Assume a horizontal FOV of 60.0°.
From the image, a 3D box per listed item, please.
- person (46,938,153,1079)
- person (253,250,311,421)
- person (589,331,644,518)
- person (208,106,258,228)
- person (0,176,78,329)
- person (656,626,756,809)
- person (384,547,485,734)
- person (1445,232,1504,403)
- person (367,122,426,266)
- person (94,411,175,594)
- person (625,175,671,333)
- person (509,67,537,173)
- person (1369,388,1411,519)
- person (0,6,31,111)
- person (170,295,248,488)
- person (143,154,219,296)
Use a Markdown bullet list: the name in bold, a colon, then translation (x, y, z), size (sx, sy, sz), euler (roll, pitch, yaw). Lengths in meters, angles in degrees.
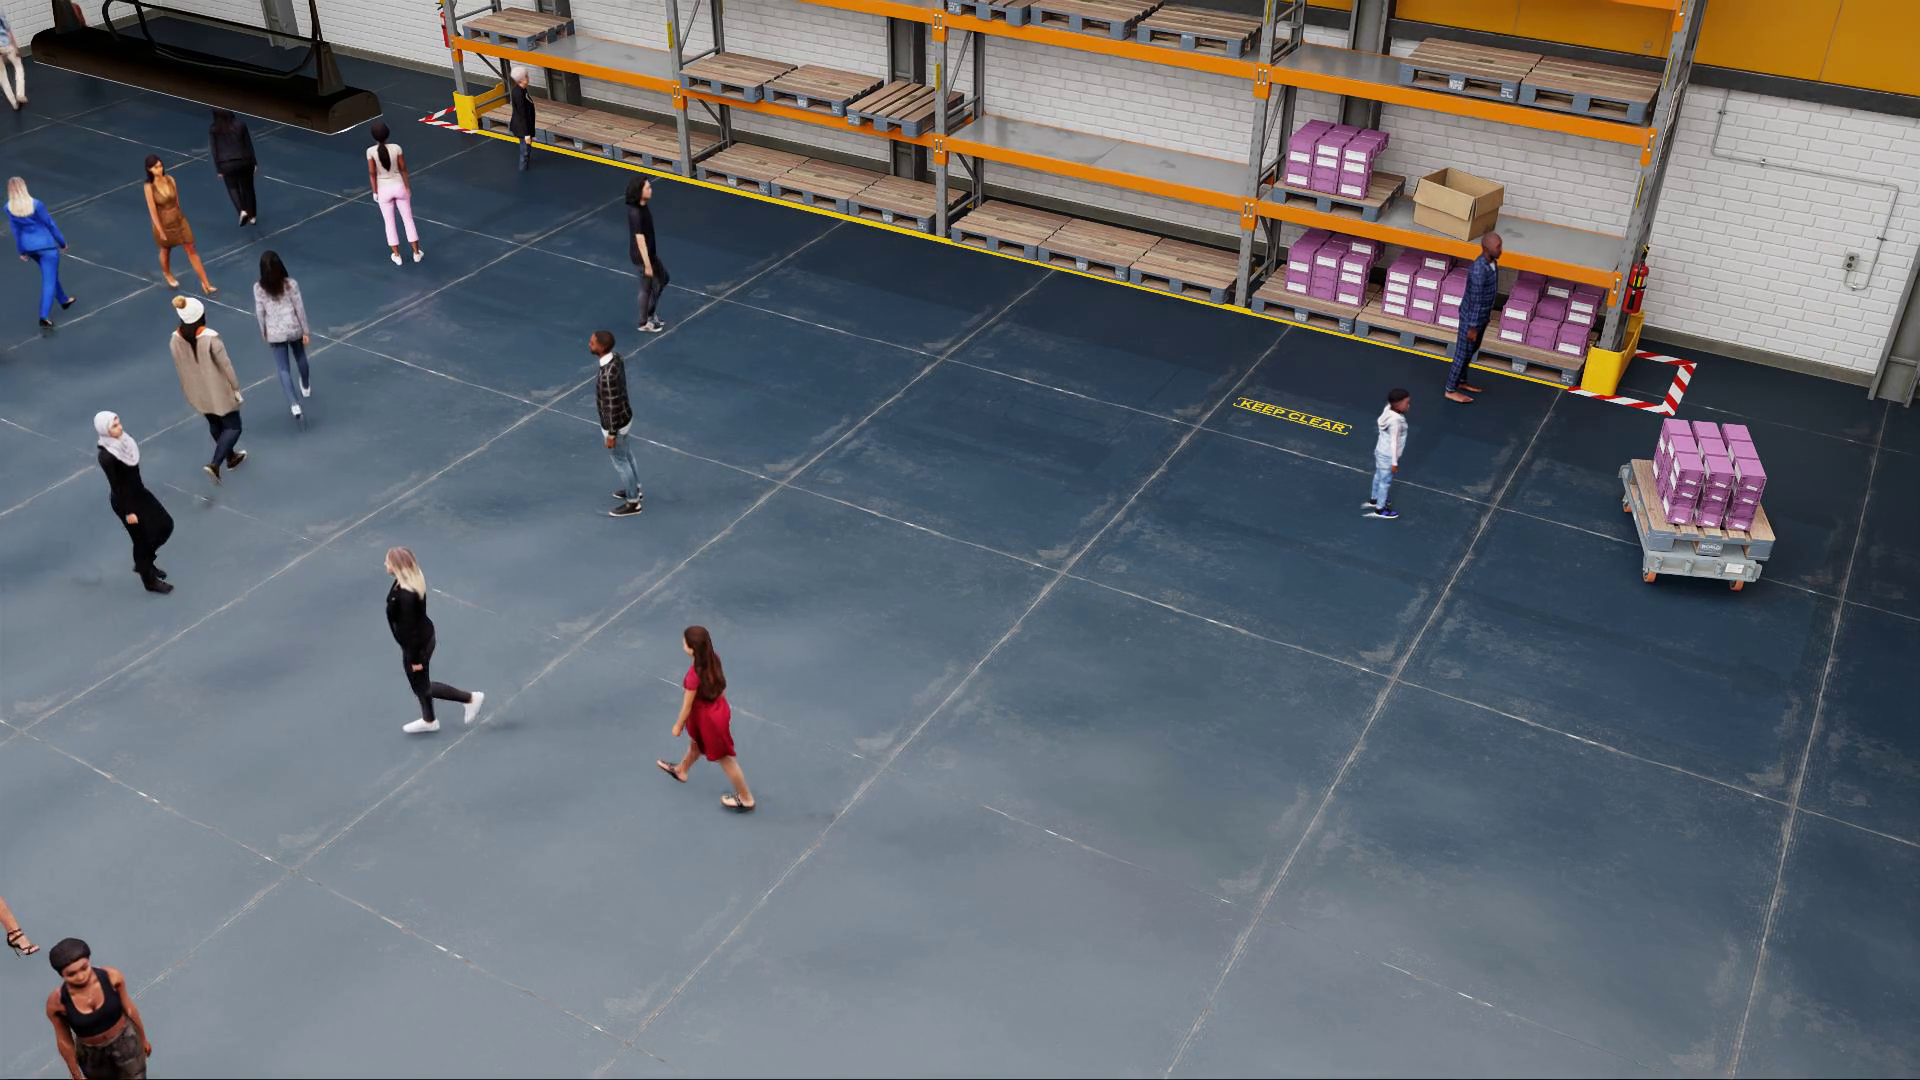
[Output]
- **person**: translation (-4.797, 2.826, 9.334), size (0.863, 1.673, 1.162), euler (-23, 40, -30)
- **person**: translation (-6.750, -2.032, 16.616), size (1.014, 1.701, 1.199), euler (-15, 37, -22)
- **person**: translation (-3.100, -1.069, 15.061), size (0.742, 1.819, 0.747), euler (-1, 34, -2)
- **person**: translation (-8.950, -4.623, 20.603), size (0.869, 1.604, 0.968), euler (-17, 37, -23)
- **person**: translation (-10.154, -3.142, 18.319), size (1.144, 1.665, 0.983), euler (4, 34, 6)
- **person**: translation (-1.702, 1.301, 11.779), size (1.082, 1.504, 0.682), euler (10, 35, 15)
- **person**: translation (-3.960, 0.777, 12.422), size (0.985, 1.667, 0.912), euler (-7, 34, -10)
- **person**: translation (5.231, -2.287, 16.896), size (0.576, 1.817, 0.632), euler (18, 38, 25)
- **person**: translation (-6.728, -4.121, 19.722), size (0.700, 1.742, 0.735), euler (-14, 36, -20)
- **person**: translation (-7.032, -0.303, 13.956), size (0.798, 1.767, 0.760), euler (1, 34, 1)
- **person**: translation (-3.526, -3.118, 18.140), size (0.814, 1.823, 0.790), euler (-1, 34, -2)
- **person**: translation (-5.948, -5.537, 22.543), size (0.786, 1.780, 0.825), euler (-7, 34, -10)
- **person**: translation (3.912, -0.816, 15.185), size (0.604, 1.260, 0.562), euler (0, 34, 0)
- **person**: translation (-14.013, -7.165, 24.218), size (0.783, 1.835, 0.854), euler (-6, 34, -9)
- **person**: translation (-7.020, -1.361, 15.451), size (1.065, 1.873, 0.982), euler (6, 34, 8)
- **person**: translation (-9.085, -3.585, 19.012), size (1.060, 1.636, 0.585), euler (18, 38, 25)
